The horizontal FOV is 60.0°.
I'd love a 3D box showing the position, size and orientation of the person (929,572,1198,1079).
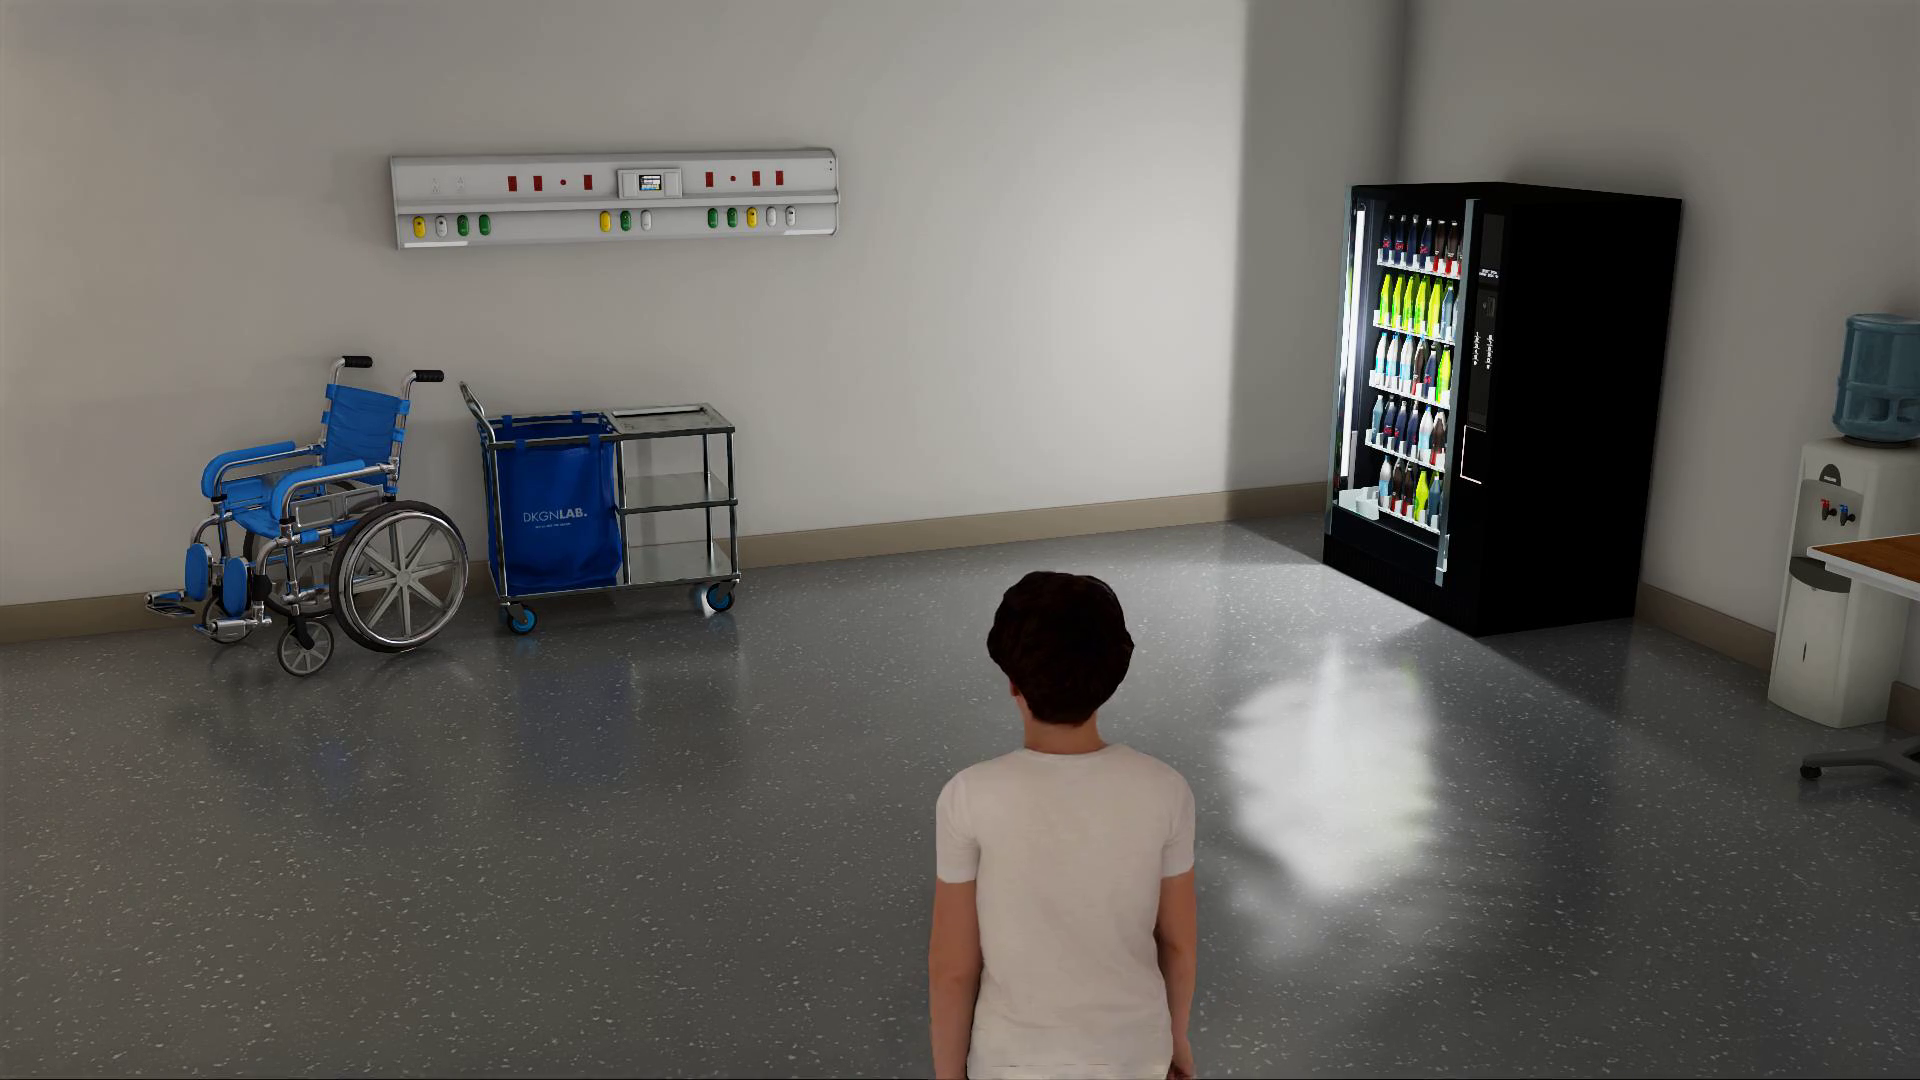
[{"bbox_3d":[0.164,0.879,2.492,0.745,1.634,0.899,0,16,1],"label":"person"}]
